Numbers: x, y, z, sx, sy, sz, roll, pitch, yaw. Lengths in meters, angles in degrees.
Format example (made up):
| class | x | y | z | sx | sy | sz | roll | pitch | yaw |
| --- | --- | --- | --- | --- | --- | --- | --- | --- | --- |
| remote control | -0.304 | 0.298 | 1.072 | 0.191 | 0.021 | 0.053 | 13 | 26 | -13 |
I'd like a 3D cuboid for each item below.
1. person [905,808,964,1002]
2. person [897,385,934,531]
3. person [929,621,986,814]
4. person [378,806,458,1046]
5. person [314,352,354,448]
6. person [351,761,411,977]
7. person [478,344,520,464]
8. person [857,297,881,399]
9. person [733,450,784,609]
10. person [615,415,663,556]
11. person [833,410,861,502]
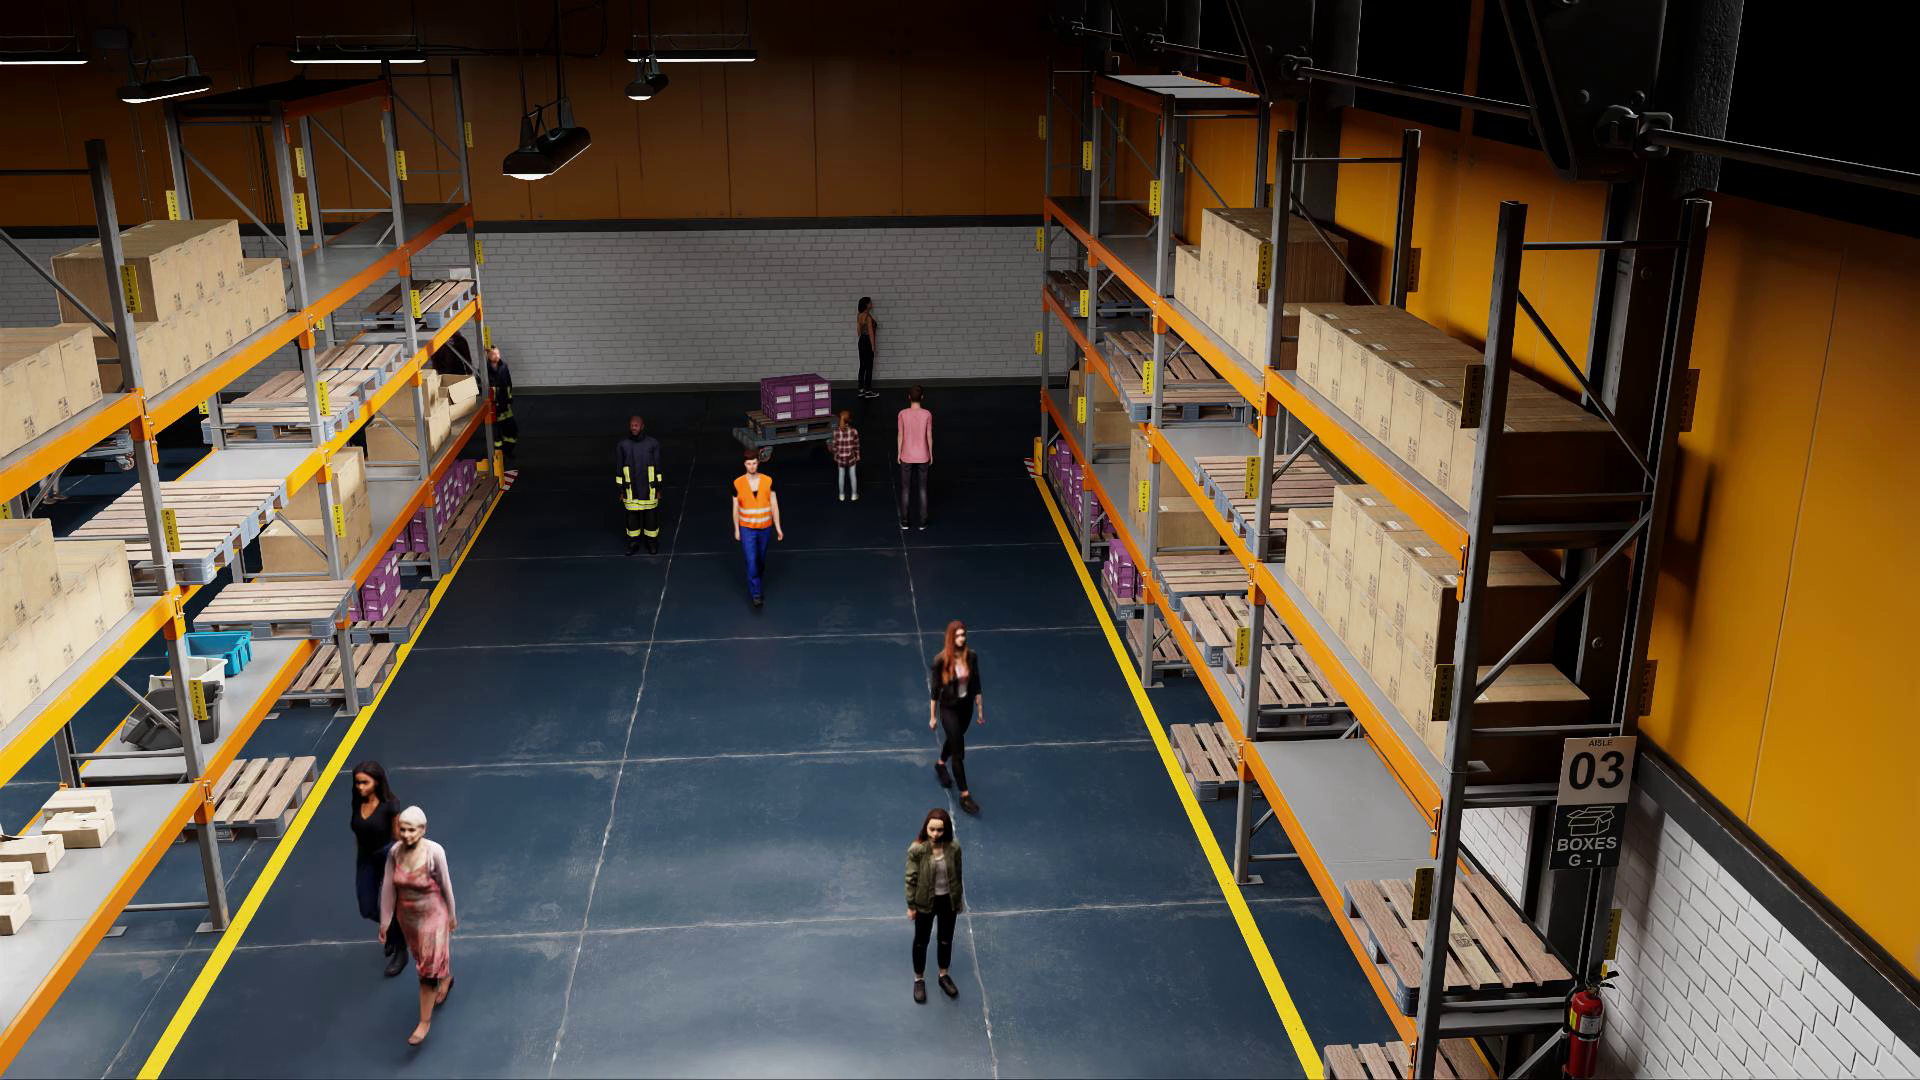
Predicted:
| class | x | y | z | sx | sy | sz | roll | pitch | yaw |
| --- | --- | --- | --- | --- | --- | --- | --- | --- | --- |
| person | -0.182 | 2.590 | 11.935 | 0.621 | 1.475 | 0.573 | -5 | 19 | -16 |
| person | -0.603 | -1.099 | 22.133 | 0.628 | 1.958 | 0.552 | -1 | 19 | -2 |
| person | -0.073 | 1.504 | 14.850 | 0.922 | 1.672 | 1.214 | -9 | 21 | -26 |
| person | -3.734 | 2.600 | 11.637 | 0.761 | 1.646 | 1.129 | 3 | 19 | 7 |
| person | -9.614 | -2.002 | 25.207 | 1.034 | 1.708 | 1.177 | 12 | 22 | 32 |
| person | -4.199 | 2.360 | 12.220 | 0.658 | 1.728 | 0.736 | 2 | 19 | 7 |
| person | -7.086 | -2.096 | 25.261 | 0.948 | 1.851 | 0.896 | 16 | 25 | 40 |
| person | -1.656 | -3.409 | 29.286 | 0.747 | 1.770 | 0.635 | -13 | 22 | -33 |
| person | -2.406 | -0.171 | 19.548 | 0.851 | 1.849 | 1.191 | -6 | 19 | -16 |
| person | -4.082 | -0.717 | 21.212 | 0.727 | 1.821 | 0.634 | -2 | 19 | -5 |
| person | -1.603 | -1.197 | 23.448 | 0.545 | 1.305 | 0.520 | 0 | 19 | 0 |
